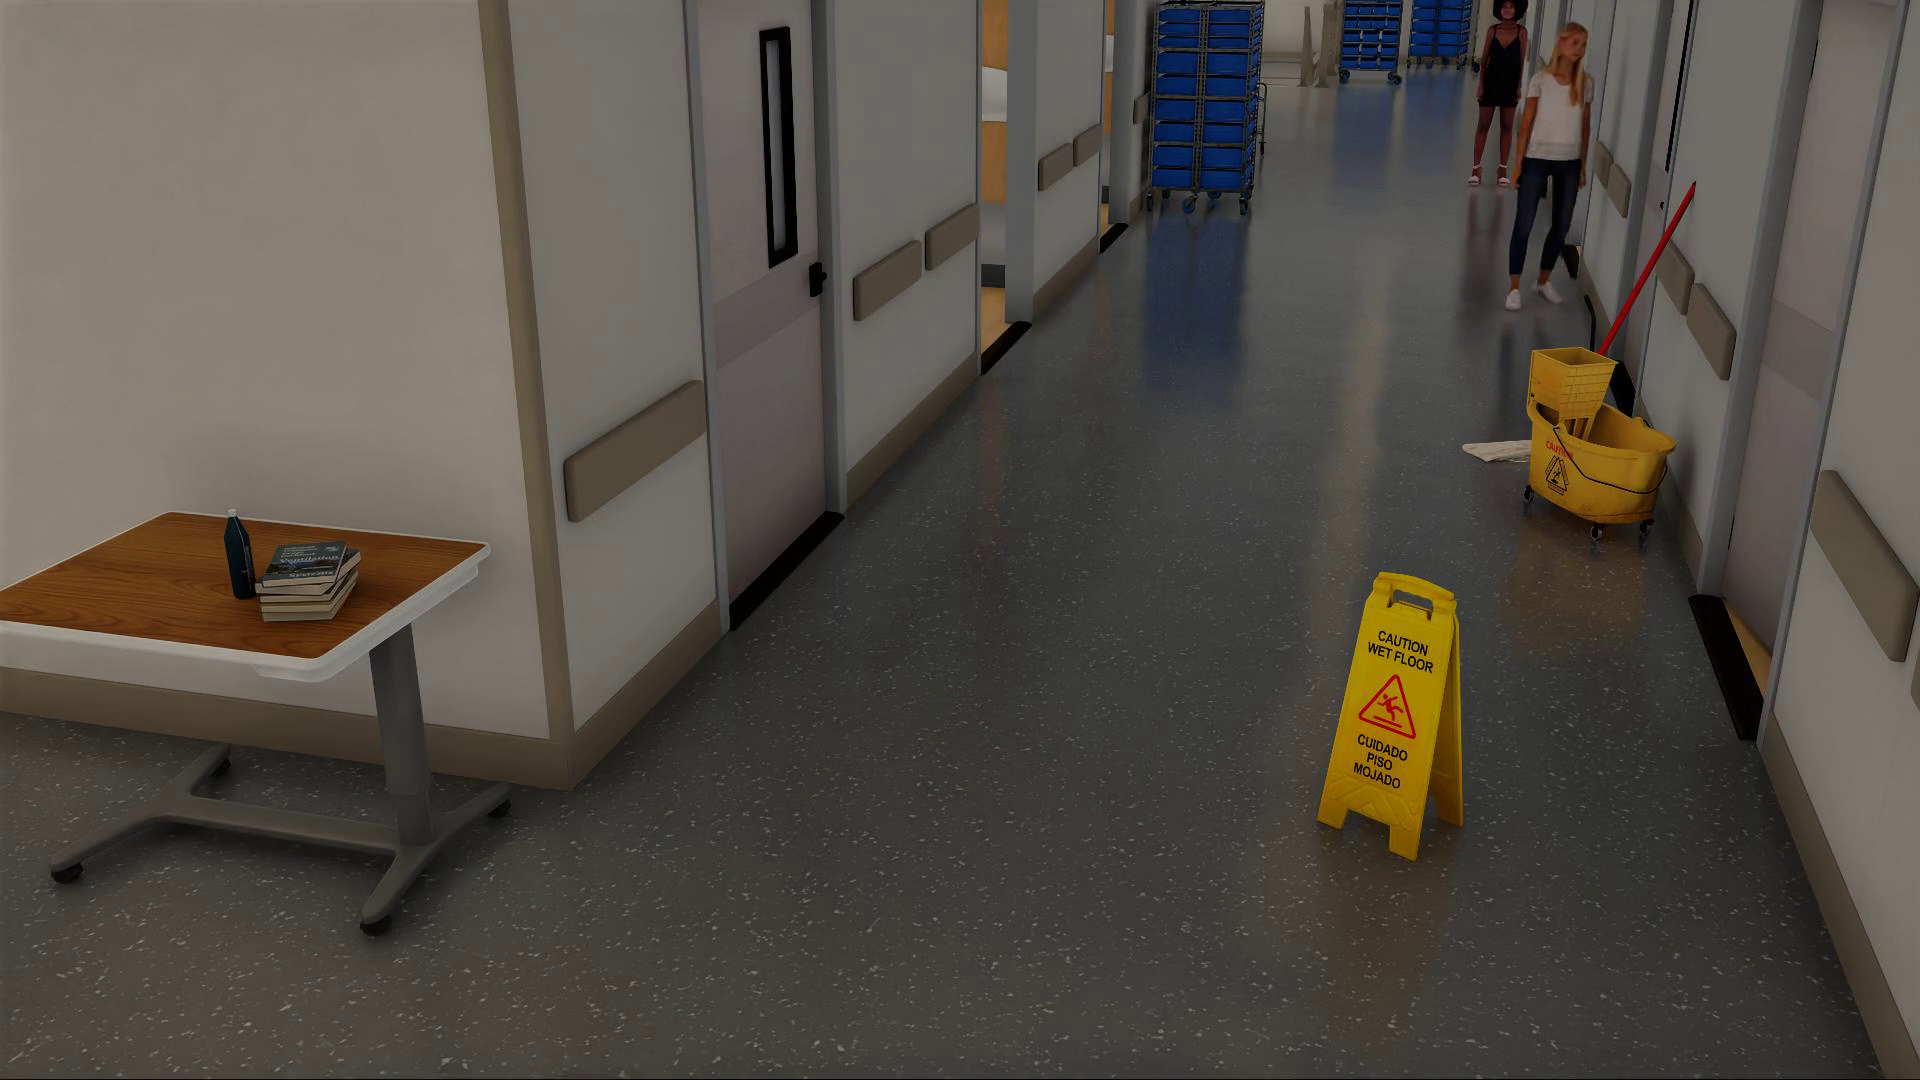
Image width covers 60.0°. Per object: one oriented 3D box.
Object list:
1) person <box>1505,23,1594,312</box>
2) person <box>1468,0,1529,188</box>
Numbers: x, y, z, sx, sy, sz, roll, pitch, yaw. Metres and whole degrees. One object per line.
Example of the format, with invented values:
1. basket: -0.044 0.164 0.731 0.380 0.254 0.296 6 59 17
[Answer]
1. person: 3.814 -2.408 10.765 0.728 1.805 0.755 2 21 5
2. person: 5.063 -4.228 15.593 0.551 1.789 0.523 5 21 13
